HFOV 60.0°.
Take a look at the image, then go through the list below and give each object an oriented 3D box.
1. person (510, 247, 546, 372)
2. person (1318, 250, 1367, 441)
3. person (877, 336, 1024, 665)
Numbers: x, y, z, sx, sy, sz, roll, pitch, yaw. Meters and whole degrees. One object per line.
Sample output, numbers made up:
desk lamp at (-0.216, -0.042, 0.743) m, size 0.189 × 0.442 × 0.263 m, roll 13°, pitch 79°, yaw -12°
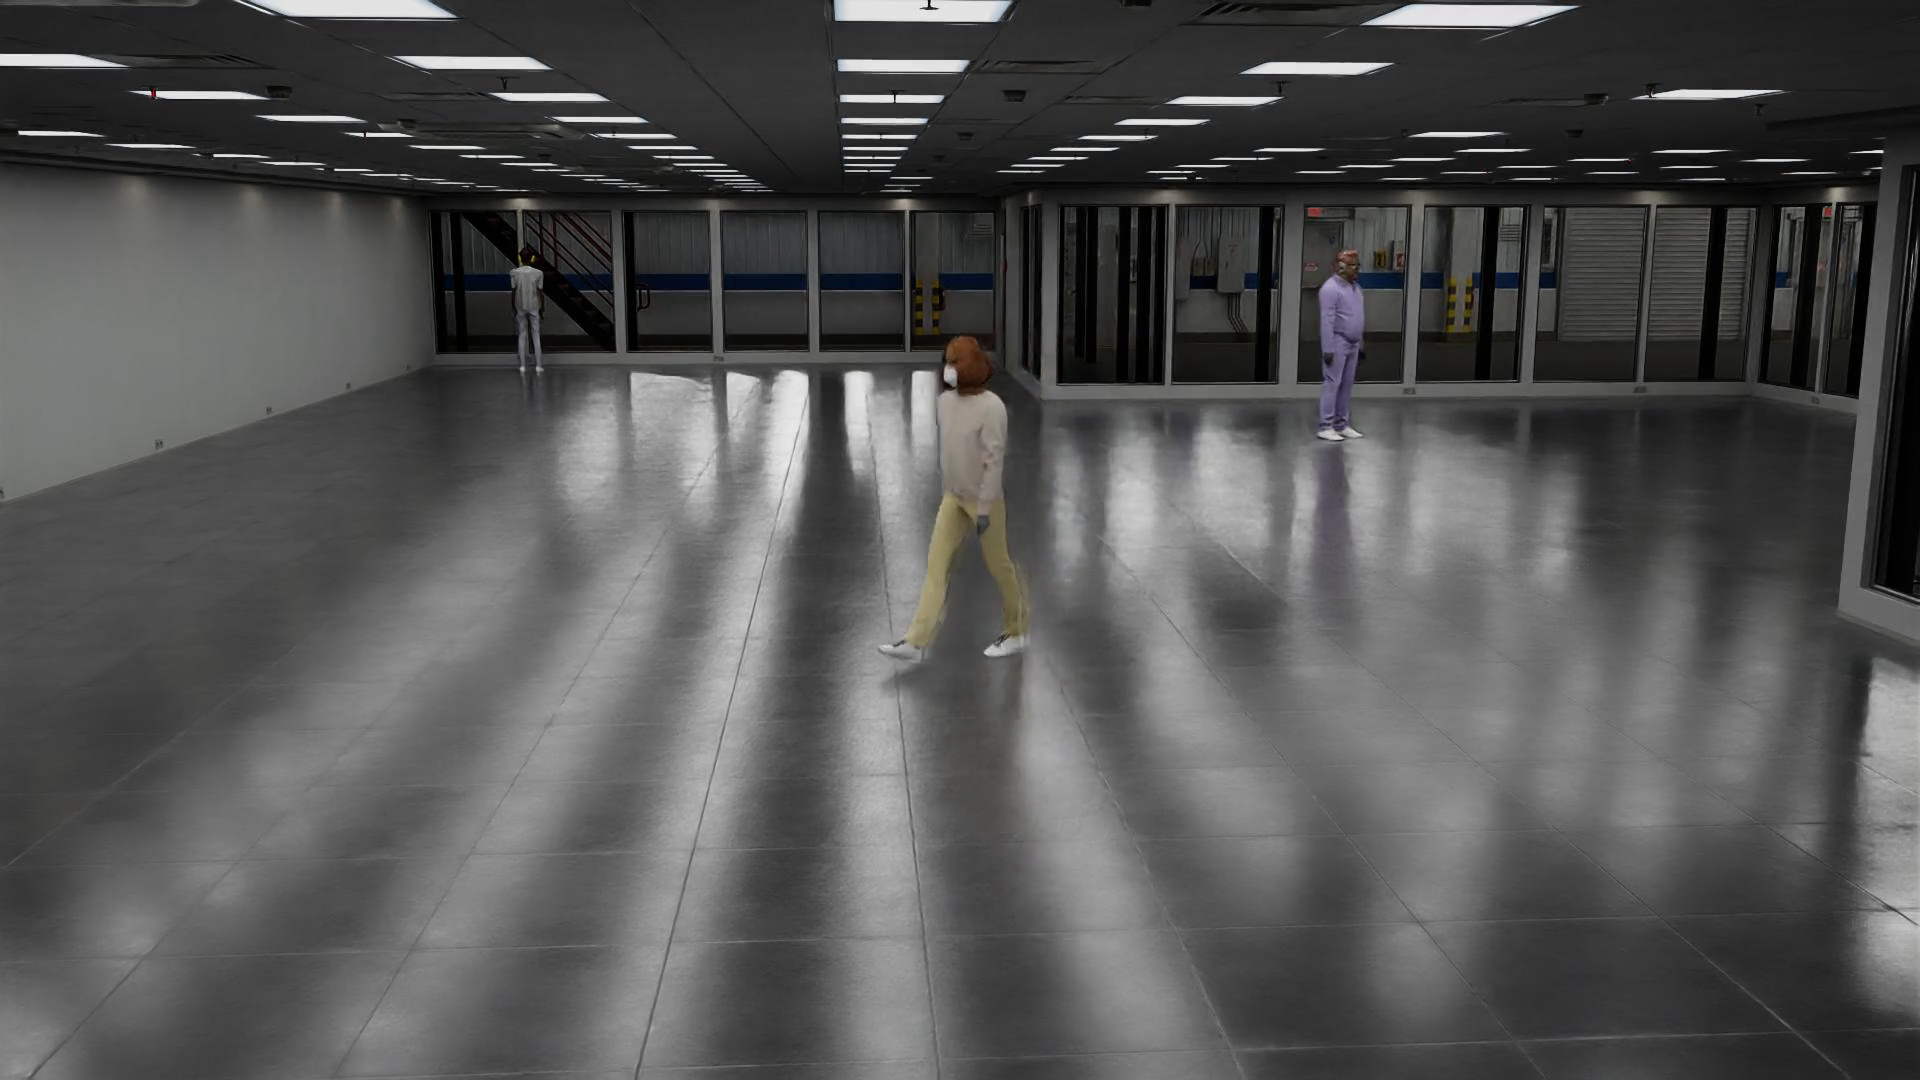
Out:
person at (-6.441, -3.421, 24.783) m, size 0.504 × 1.861 × 0.329 m, roll -2°, pitch 11°, yaw -11°
person at (3.861, -1.953, 16.729) m, size 0.403 × 1.908 × 0.662 m, roll 9°, pitch 14°, yaw 41°
person at (0.006, -0.178, 7.985) m, size 0.843 × 1.581 × 0.522 m, roll -9°, pitch 14°, yaw -40°
